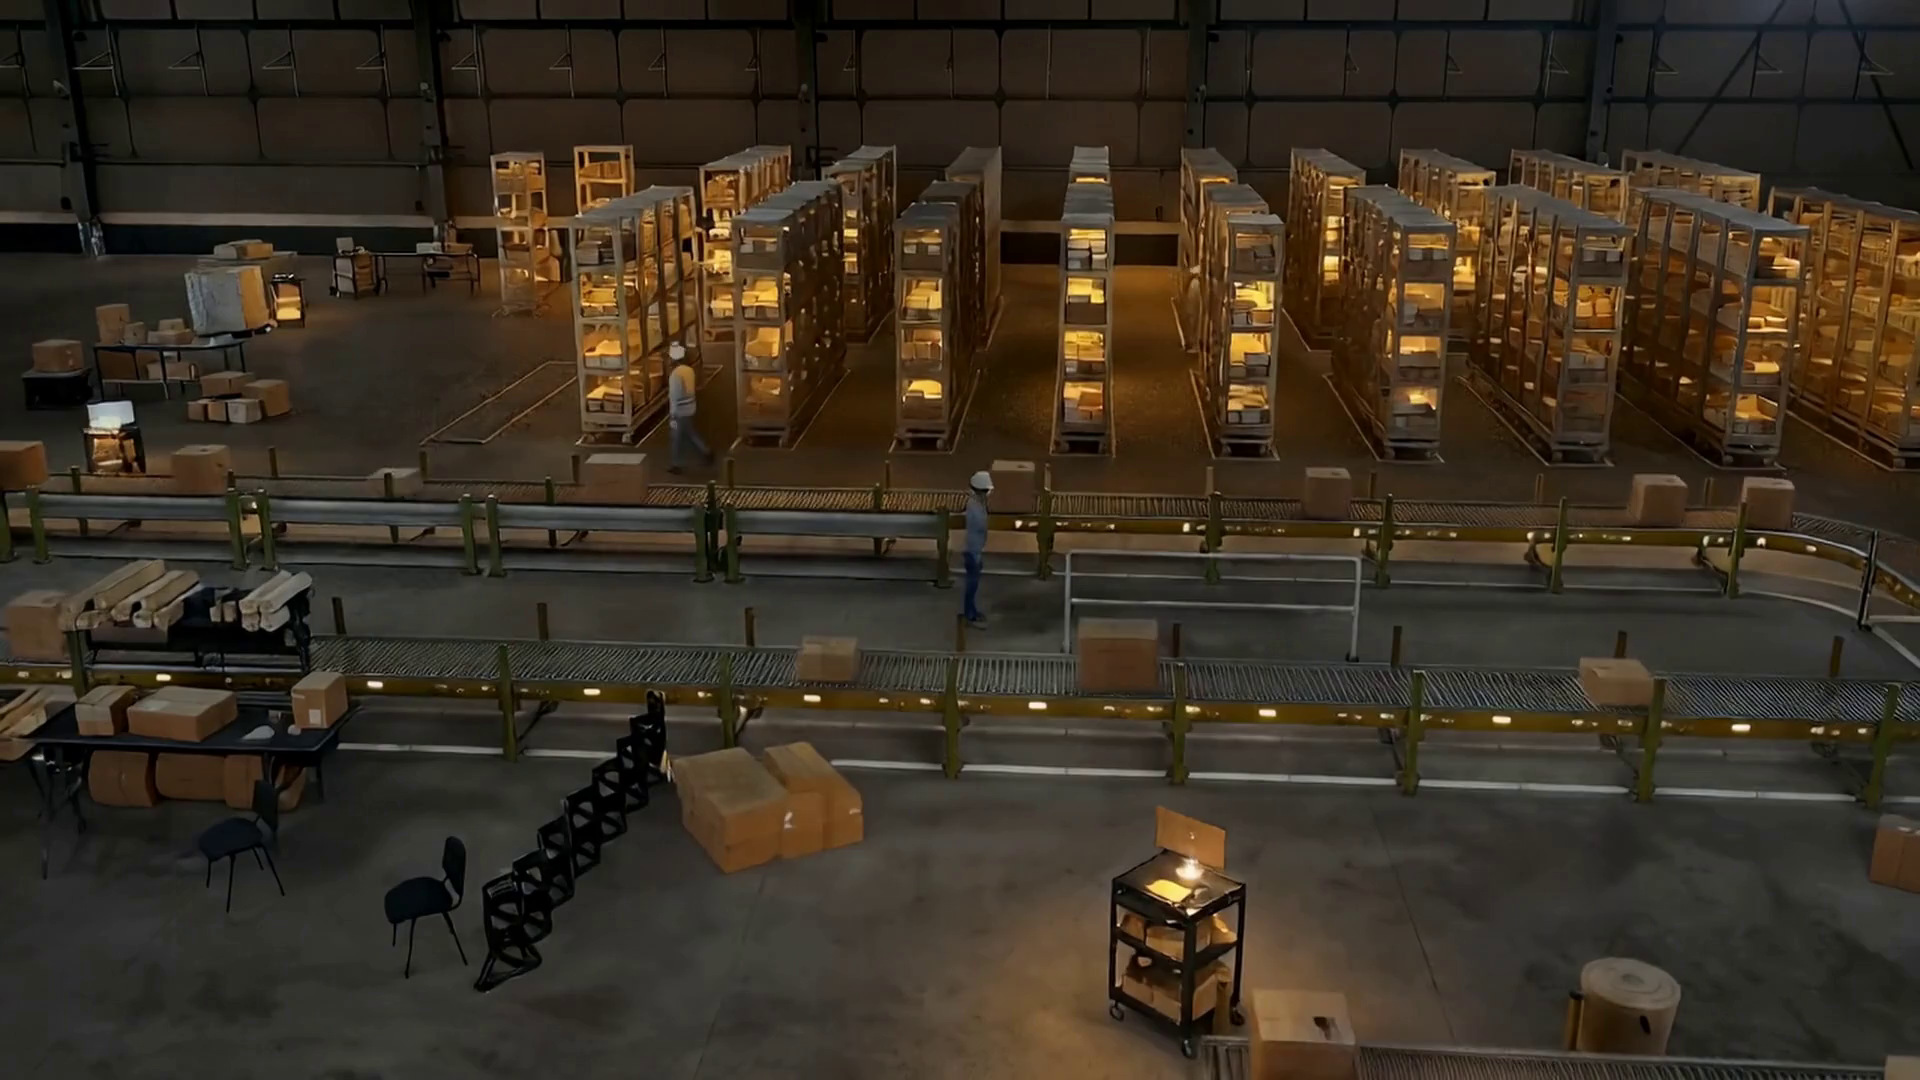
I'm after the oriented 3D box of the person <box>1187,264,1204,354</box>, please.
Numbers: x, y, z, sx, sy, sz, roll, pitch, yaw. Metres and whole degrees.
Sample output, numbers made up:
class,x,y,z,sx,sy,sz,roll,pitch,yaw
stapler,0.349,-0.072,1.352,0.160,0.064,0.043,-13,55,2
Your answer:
class,x,y,z,sx,sy,sz,roll,pitch,yaw
person,4.761,-4.589,33.145,0.466,1.811,0.610,1,18,2

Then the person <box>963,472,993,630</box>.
class,x,y,z,sx,sy,sz,roll,pitch,yaw
person,0.201,0.103,18.356,0.325,1.760,0.523,1,18,3

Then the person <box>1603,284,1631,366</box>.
class,x,y,z,sx,sy,sz,roll,pitch,yaw
person,12.367,-4.035,31.355,0.389,1.837,0.563,-13,22,-35

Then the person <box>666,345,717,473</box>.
class,x,y,z,sx,sy,sz,roll,pitch,yaw
person,-3.997,-1.904,24.464,0.724,1.928,0.619,9,19,26
